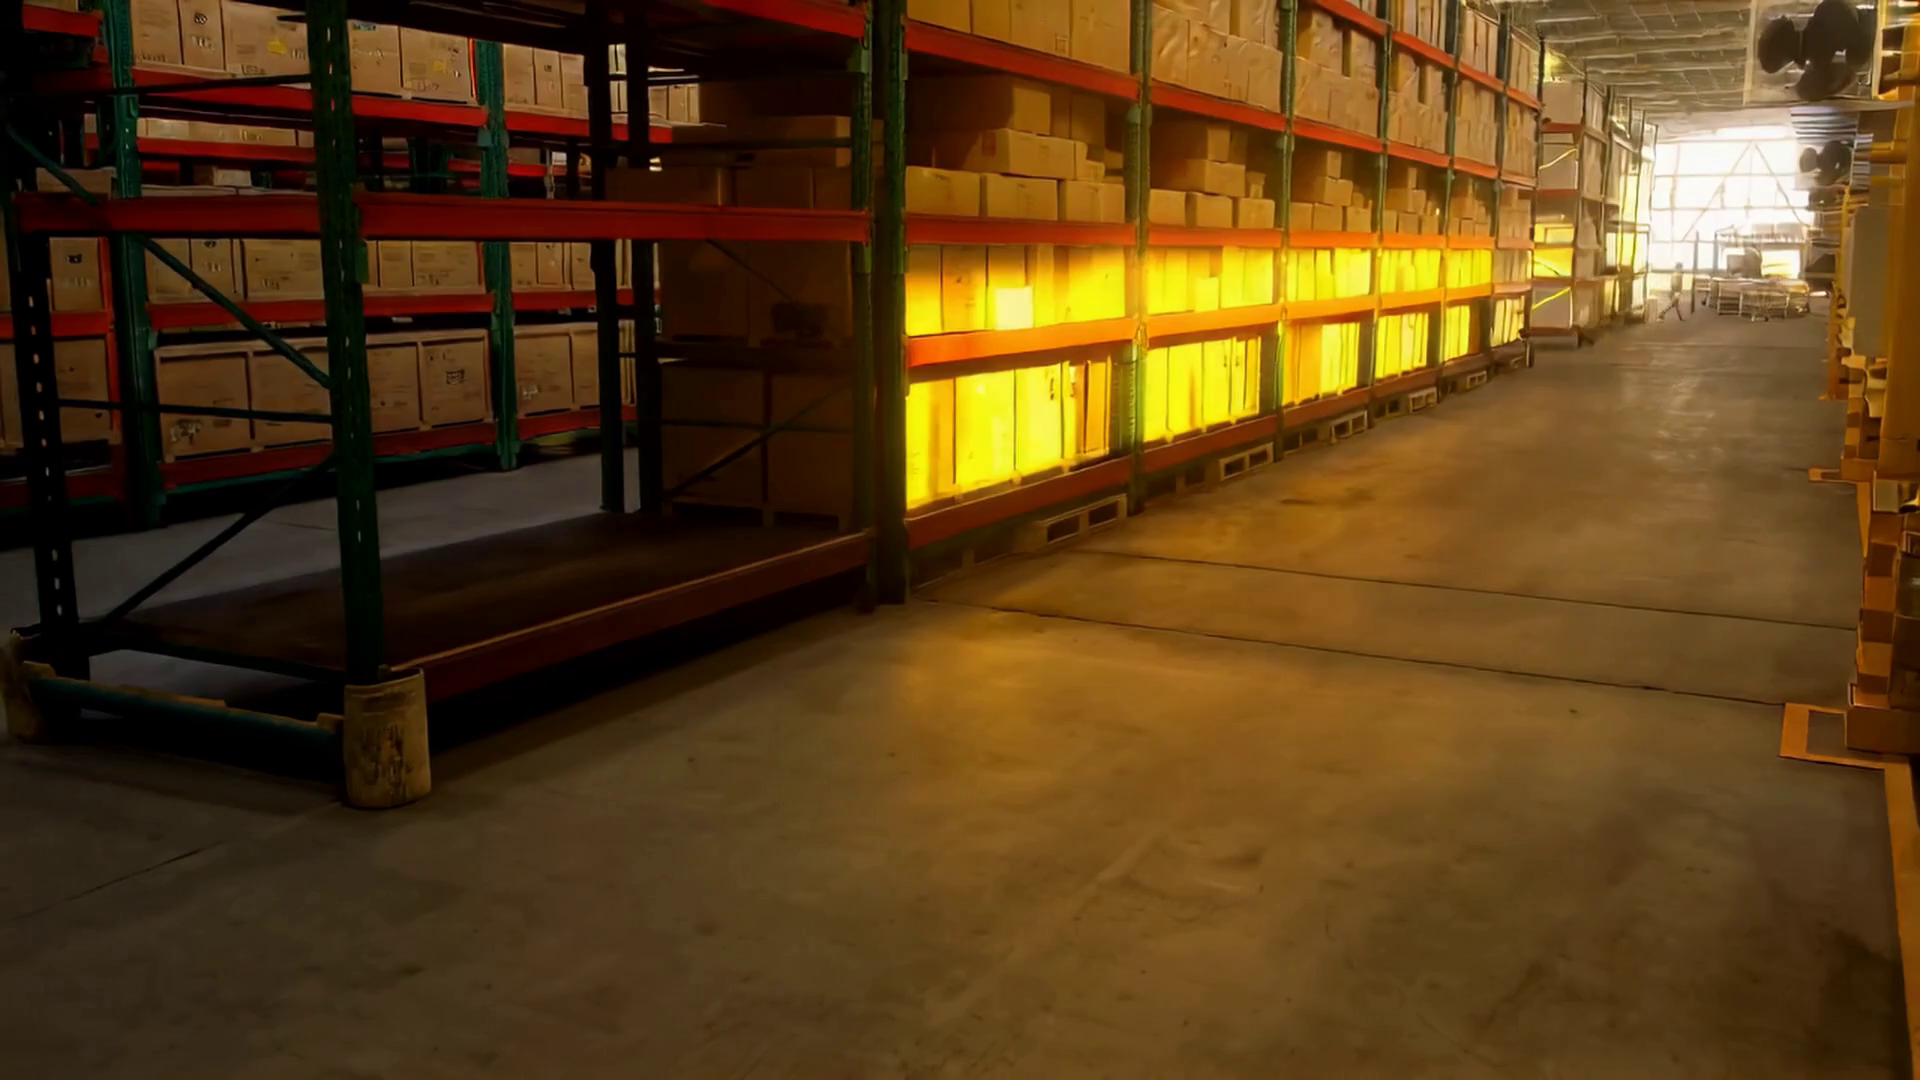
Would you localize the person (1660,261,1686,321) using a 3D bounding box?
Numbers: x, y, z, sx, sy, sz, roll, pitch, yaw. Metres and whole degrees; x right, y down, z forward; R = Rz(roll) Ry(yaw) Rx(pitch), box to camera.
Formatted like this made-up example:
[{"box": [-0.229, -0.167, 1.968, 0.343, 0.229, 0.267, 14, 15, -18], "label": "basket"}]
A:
[{"box": [22.875, -7.955, 53.227, 0.548, 1.911, 0.843, -9, 13, -41], "label": "person"}]

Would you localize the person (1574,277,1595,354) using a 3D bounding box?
[{"box": [13.549, -4.863, 36.014, 0.460, 1.656, 0.564, 1, 10, 4], "label": "person"}]
